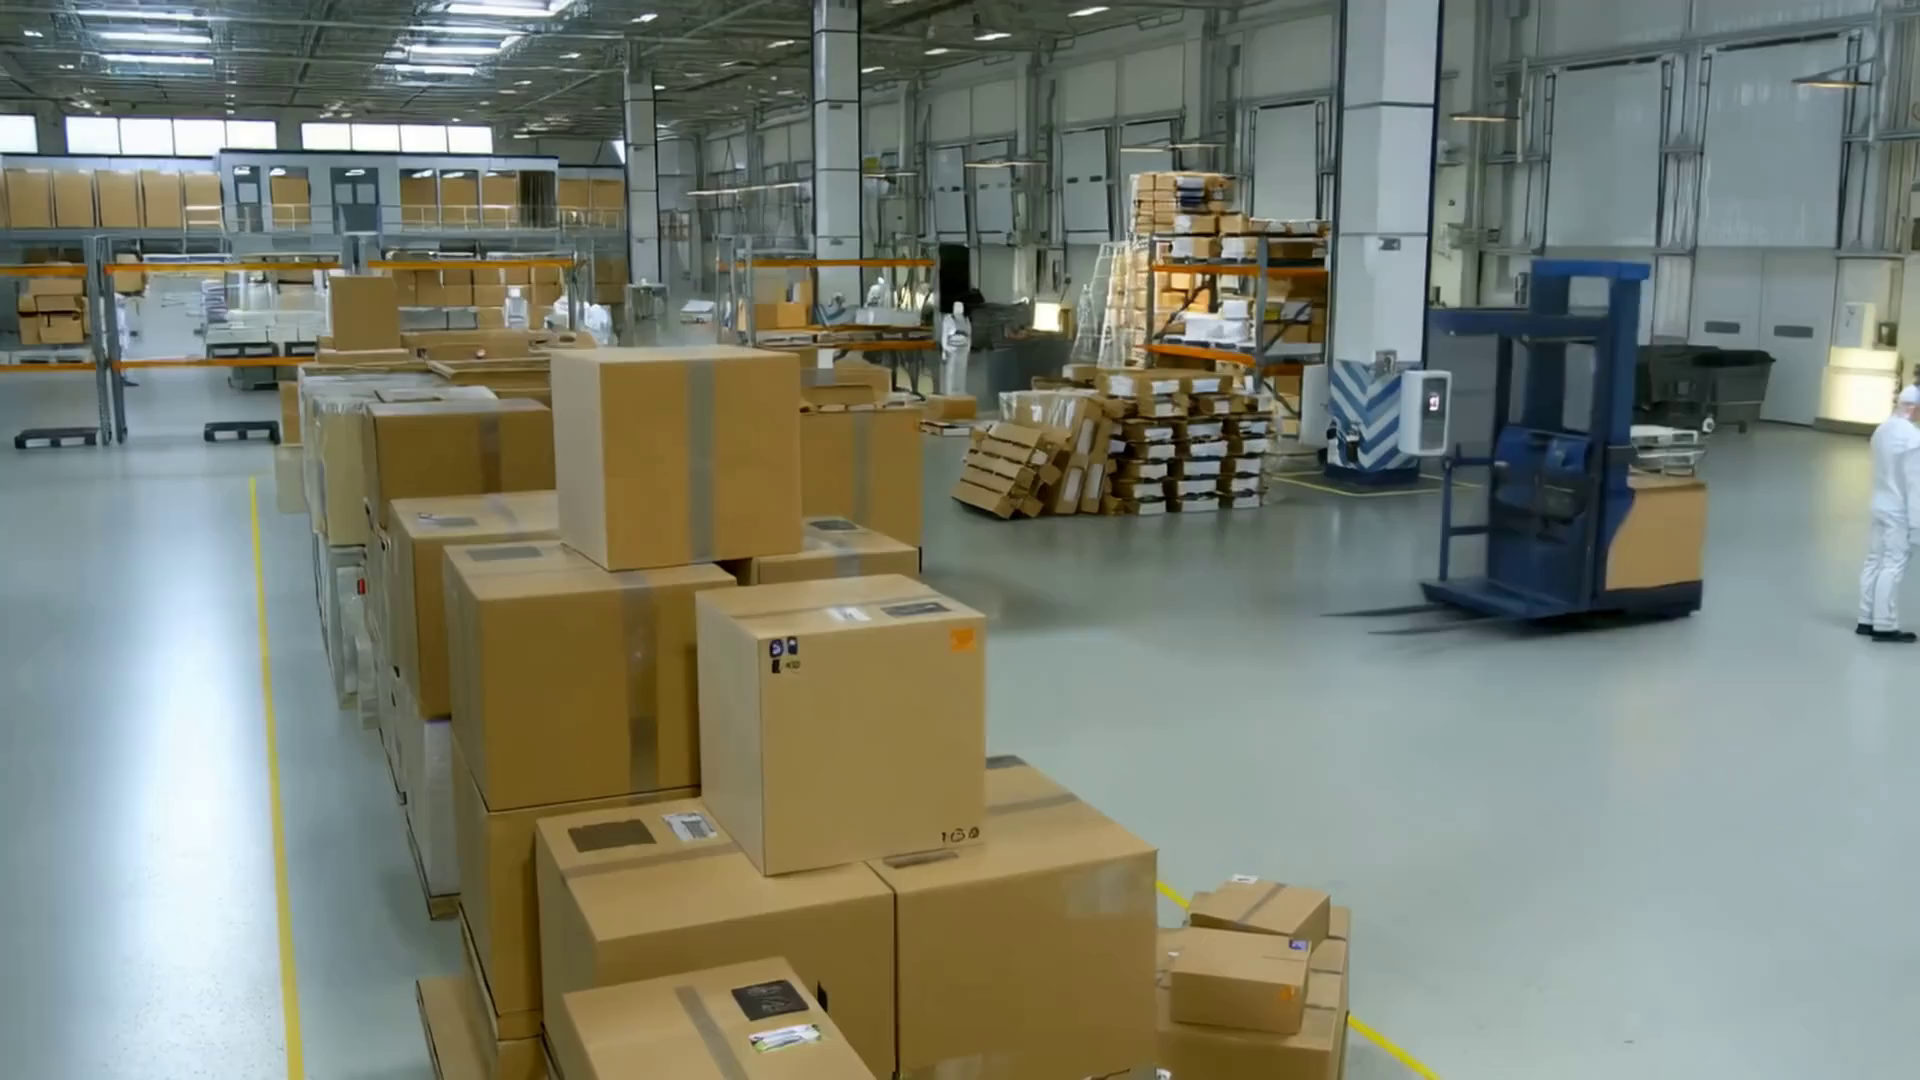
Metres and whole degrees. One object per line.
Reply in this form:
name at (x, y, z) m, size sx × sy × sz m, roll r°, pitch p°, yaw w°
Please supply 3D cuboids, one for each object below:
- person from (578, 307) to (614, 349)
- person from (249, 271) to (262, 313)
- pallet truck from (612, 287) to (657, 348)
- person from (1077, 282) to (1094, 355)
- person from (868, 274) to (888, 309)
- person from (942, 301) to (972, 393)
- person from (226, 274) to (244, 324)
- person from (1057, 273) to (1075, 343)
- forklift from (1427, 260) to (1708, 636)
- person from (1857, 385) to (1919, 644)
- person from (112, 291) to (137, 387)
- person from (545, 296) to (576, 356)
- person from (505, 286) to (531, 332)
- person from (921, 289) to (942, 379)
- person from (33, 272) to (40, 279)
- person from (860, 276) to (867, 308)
person at (-5.107, -2.306, 23.708) m, size 0.535 × 2.000 × 0.685 m, roll 3°, pitch 11°, yaw 15°
person at (-24.266, -8.315, 57.318) m, size 0.424 × 1.868 × 0.575 m, roll 4°, pitch 11°, yaw 22°
pallet truck at (-6.464, -4.406, 35.401) m, size 0.823 × 1.965 × 1.885 m, roll 6°, pitch 12°, yaw 32°
person at (3.254, -5.737, 43.080) m, size 0.322 × 1.876 × 0.531 m, roll -7°, pitch 13°, yaw -35°
person at (-2.450, -6.957, 49.593) m, size 0.605 × 1.951 × 0.381 m, roll 3°, pitch 11°, yaw 14°
person at (-0.036, -3.573, 31.247) m, size 0.631 × 1.840 × 0.428 m, roll -6°, pitch 12°, yaw -32°
person at (-21.854, -7.043, 50.146) m, size 0.399 × 1.922 × 0.553 m, roll 1°, pitch 10°, yaw 7°
person at (3.073, -6.695, 48.027) m, size 0.378 × 1.995 × 0.612 m, roll -6°, pitch 12°, yaw -30°
forklift at (4.850, -0.791, 13.045) m, size 1.873 × 2.768 × 1.129 m, roll -4°, pitch 11°, yaw -23°
person at (6.968, -0.191, 12.377) m, size 0.382 × 1.931 × 0.632 m, roll 0°, pitch 10°, yaw 2°
person at (-17.014, -4.075, 33.767) m, size 0.366 × 1.931 × 0.542 m, roll -9°, pitch 14°, yaw -42°
person at (-7.335, -3.523, 30.703) m, size 0.359 × 1.936 × 0.632 m, roll 10°, pitch 14°, yaw 42°
person at (-10.574, -5.150, 39.884) m, size 0.594 × 1.861 × 0.725 m, roll -6°, pitch 12°, yaw -29°
person at (-0.605, -4.406, 35.596) m, size 0.365 × 1.928 × 0.585 m, roll 6°, pitch 12°, yaw 28°
person at (-32.107, -8.394, 57.842) m, size 0.561 × 1.834 × 0.508 m, roll 5°, pitch 11°, yaw 23°
person at (-3.846, -9.142, 61.984) m, size 0.654 × 1.819 × 0.755 m, roll -4°, pitch 11°, yaw -23°
